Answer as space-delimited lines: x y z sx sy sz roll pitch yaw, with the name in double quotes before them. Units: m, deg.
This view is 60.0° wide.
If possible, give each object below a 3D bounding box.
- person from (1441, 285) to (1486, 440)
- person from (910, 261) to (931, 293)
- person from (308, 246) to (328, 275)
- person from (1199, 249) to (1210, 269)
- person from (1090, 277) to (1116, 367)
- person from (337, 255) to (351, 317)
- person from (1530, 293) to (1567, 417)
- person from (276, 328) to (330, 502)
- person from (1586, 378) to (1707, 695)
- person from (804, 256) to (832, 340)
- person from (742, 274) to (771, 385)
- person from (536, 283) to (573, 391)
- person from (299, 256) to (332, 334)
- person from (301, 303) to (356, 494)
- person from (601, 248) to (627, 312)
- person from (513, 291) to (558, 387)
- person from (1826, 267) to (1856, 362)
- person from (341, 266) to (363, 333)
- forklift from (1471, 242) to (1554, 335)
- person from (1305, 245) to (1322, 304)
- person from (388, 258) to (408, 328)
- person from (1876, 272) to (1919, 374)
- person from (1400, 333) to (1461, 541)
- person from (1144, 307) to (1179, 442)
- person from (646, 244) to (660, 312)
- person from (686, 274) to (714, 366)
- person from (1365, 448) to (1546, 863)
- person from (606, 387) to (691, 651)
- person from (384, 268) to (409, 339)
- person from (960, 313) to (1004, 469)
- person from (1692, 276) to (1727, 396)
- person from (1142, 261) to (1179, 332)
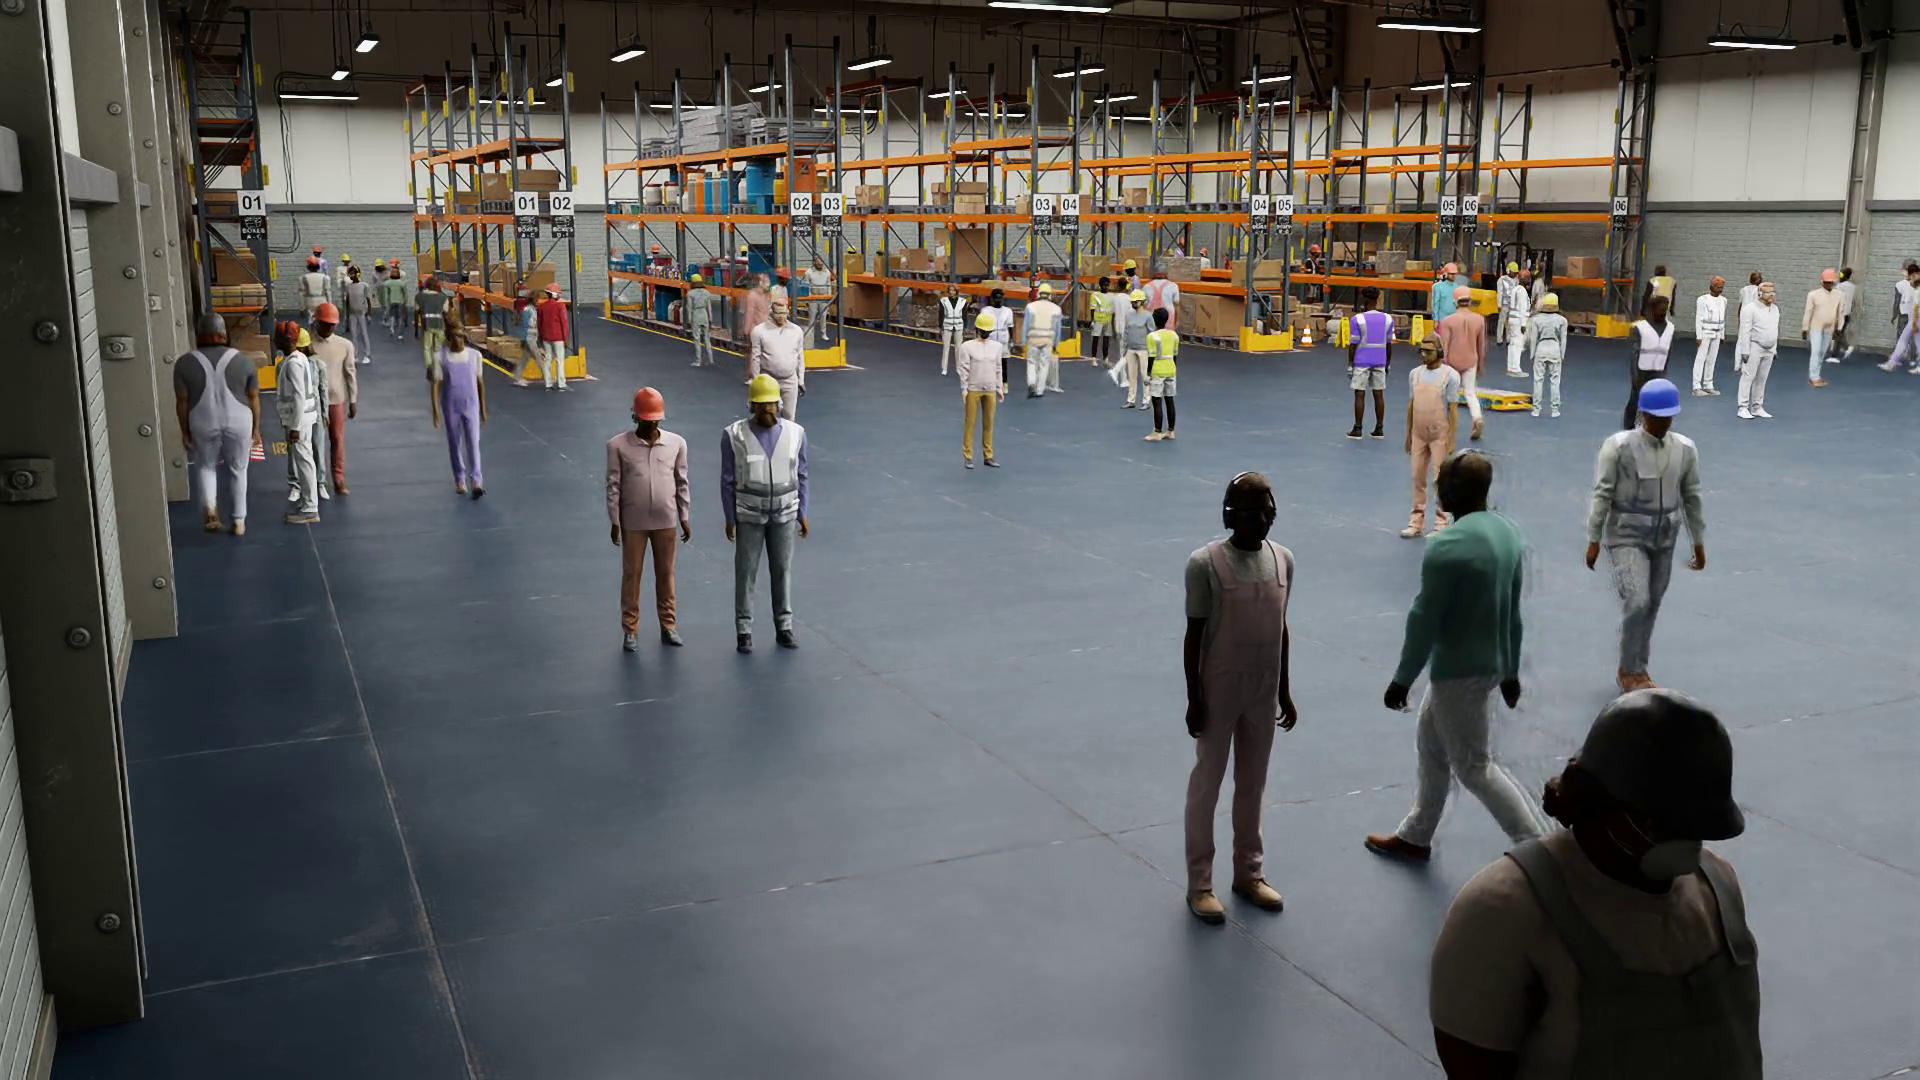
"person" 6.416 -2.251 21.183 0.630 1.968 0.893 -2 11 -8
"person" -1.072 -6.929 45.101 0.639 1.903 0.407 -5 12 -23
"person" -18.122 -7.320 47.017 0.542 1.928 0.374 -2 11 -10
"person" 7.698 -8.359 52.751 0.563 1.748 0.339 9 14 38
"person" 2.677 -4.087 31.190 0.531 1.693 0.320 -5 12 -23
"person" -16.933 -7.007 45.968 0.542 1.722 0.922 -6 12 -27
"person" 8.347 -2.624 23.624 0.485 1.744 0.309 4 12 21
"person" -6.576 -1.254 16.683 0.484 1.737 0.309 -5 12 -23
"person" 4.062 0.008 9.765 0.674 1.922 0.548 -2 11 -11
"person" -3.202 -5.466 37.648 0.639 1.910 0.406 -5 12 -23
"person" -3.286 -3.494 27.726 0.806 1.865 0.646 3 11 13
"person" -6.580 -3.289 26.986 0.563 1.748 0.340 5 12 22
"person" -13.086 -4.759 33.809 0.616 2.018 0.876 -5 12 -22
"person" -6.469 -1.427 16.951 0.629 1.971 0.443 -7 13 -31
"person" -10.116 -7.570 48.460 0.655 1.865 0.581 -1 11 -7
"person" -7.025 -3.325 27.561 0.898 1.582 0.525 0 11 0
"person" 17.044 -4.324 32.027 0.531 1.839 0.549 -4 12 -19
"person" -14.521 -5.741 39.764 0.526 1.624 0.406 -1 11 -3
"forklift" 13.047 -6.049 39.881 2.313 2.155 1.214 -5 12 -23
"person" 9.284 -6.727 43.709 0.381 2.045 0.605 7 13 33
"person" -14.174 -6.219 41.884 0.567 1.746 0.348 5 12 22
"person" 17.072 -3.906 29.966 0.548 1.808 0.885 -11 15 -43
"person" 4.146 -0.905 14.648 0.344 1.839 0.504 -9 14 -39
"person" 2.535 -2.082 20.979 0.536 1.699 0.321 -9 14 -38
"person" -8.632 -7.385 47.200 0.611 1.986 0.392 -5 12 -23
"person" -4.943 -4.161 31.480 0.500 1.734 0.353 -8 14 -36
"person" 2.211 0.565 7.044 0.954 1.903 0.633 9 14 39
"person" -2.052 -0.143 11.013 0.562 1.743 0.337 -5 12 -23
"person" -12.913 -5.420 38.146 0.501 1.623 0.358 -1 11 -6
"person" 0.254 -1.685 18.816 0.523 1.761 0.326 -5 12 -23
"person" 11.857 -3.217 26.271 0.573 1.887 0.355 -5 12 -23
"person" 3.568 -3.968 29.696 0.676 2.000 0.794 5 12 24
